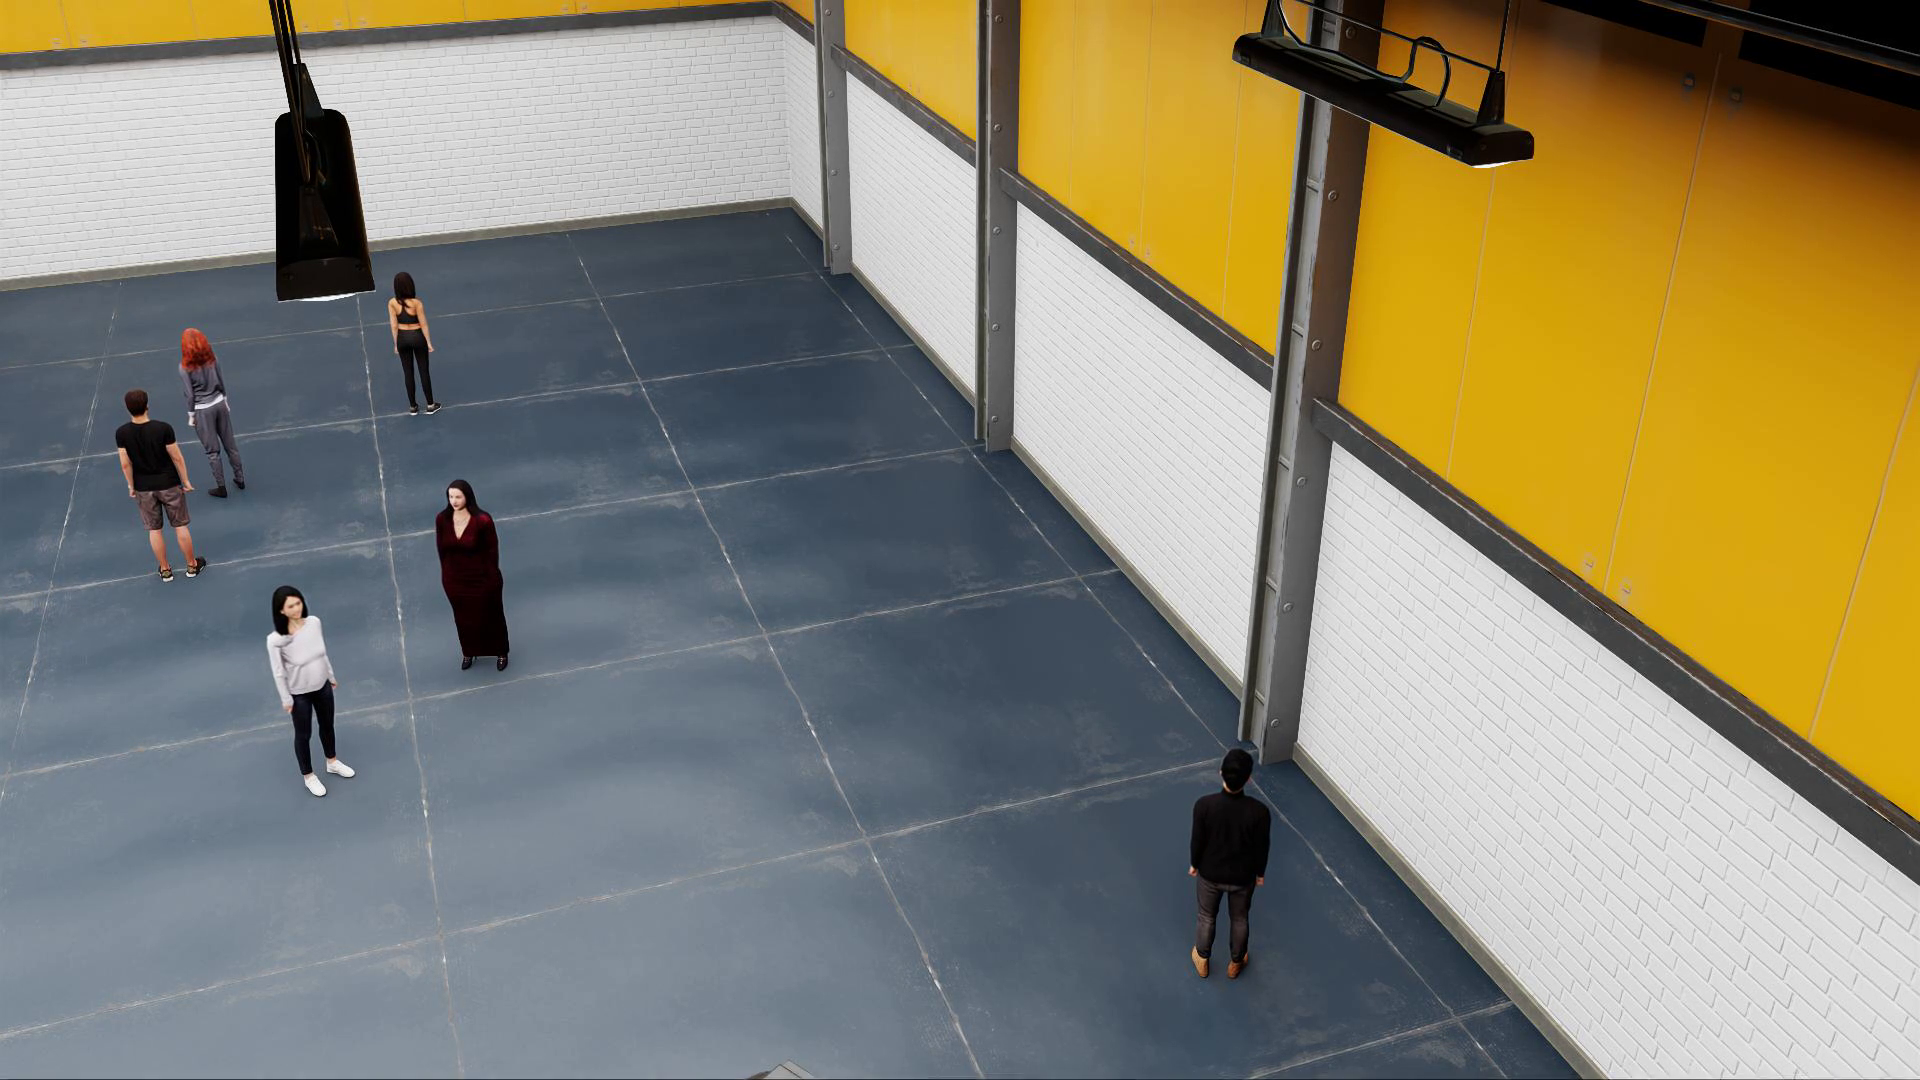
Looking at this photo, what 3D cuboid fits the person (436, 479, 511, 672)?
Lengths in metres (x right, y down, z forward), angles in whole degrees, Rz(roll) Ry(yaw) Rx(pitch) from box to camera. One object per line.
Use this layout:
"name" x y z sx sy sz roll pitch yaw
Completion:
"person" -4.045 0.288 13.786 0.745 1.758 0.735 2 29 3

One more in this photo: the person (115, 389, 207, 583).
"person" -7.313 -0.502 15.126 0.683 1.861 0.553 -9 30 -16

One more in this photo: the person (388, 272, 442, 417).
"person" -6.077 -2.179 18.429 0.621 1.642 0.577 -2 29 -4

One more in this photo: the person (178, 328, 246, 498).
"person" -7.514 -1.283 16.643 0.675 1.779 0.654 18 33 30

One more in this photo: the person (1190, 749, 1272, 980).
"person" 1.701 2.065 10.566 0.722 1.723 0.714 4 29 8

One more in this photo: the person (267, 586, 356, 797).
"person" -4.861 1.090 12.375 0.751 1.700 0.709 16 32 27
